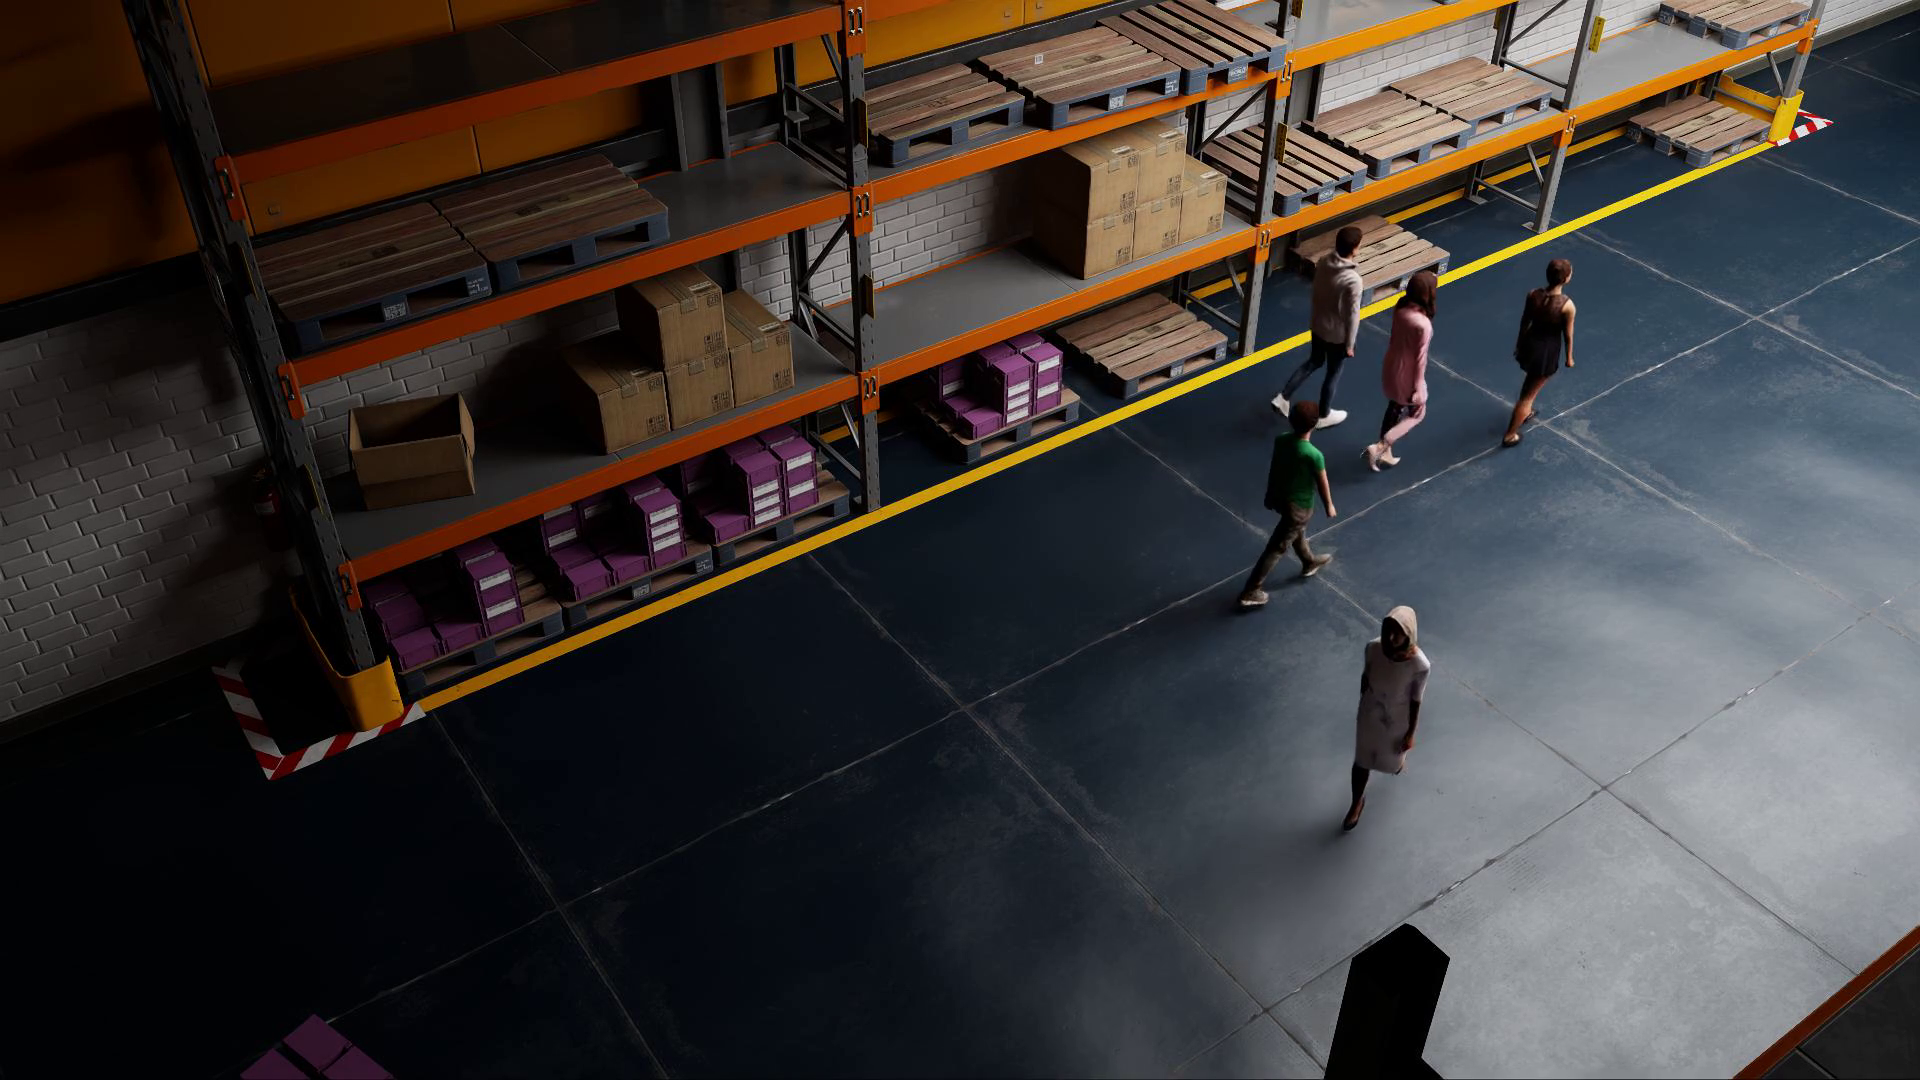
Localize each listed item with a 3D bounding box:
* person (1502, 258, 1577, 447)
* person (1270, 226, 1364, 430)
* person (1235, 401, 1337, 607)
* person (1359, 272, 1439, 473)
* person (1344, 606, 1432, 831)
[{"bbox_3d":[4.612,-1.482,13.404,0.806,1.654,0.571,-22,44,-26],"label":"person"},{"bbox_3d":[2.928,-1.678,13.501,0.970,1.838,0.729,-19,42,-22],"label":"person"},{"bbox_3d":[2.298,-0.202,11.843,1.160,1.602,0.647,-20,43,-23],"label":"person"},{"bbox_3d":[3.402,-1.263,13.019,0.743,1.792,0.662,-18,42,-21],"label":"person"},{"bbox_3d":[2.640,1.044,10.181,0.788,1.729,0.966,22,44,25],"label":"person"}]
